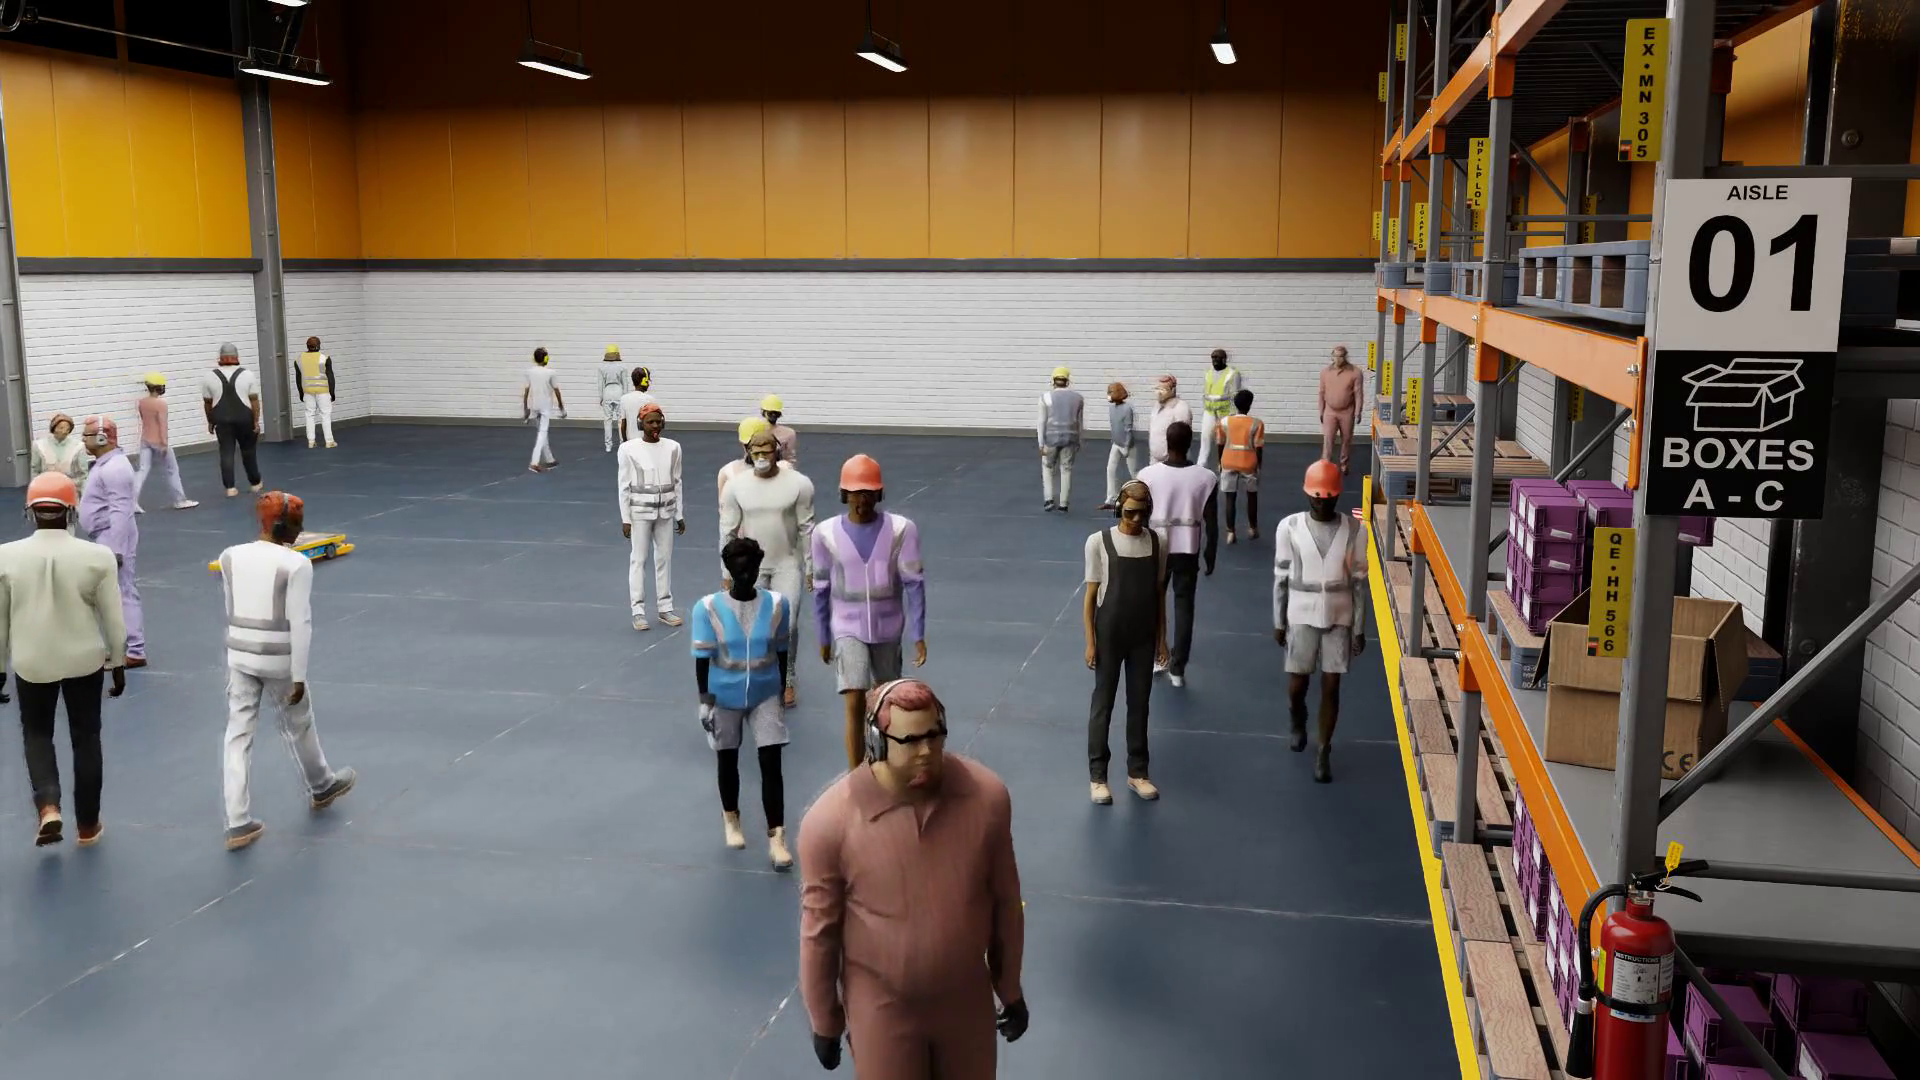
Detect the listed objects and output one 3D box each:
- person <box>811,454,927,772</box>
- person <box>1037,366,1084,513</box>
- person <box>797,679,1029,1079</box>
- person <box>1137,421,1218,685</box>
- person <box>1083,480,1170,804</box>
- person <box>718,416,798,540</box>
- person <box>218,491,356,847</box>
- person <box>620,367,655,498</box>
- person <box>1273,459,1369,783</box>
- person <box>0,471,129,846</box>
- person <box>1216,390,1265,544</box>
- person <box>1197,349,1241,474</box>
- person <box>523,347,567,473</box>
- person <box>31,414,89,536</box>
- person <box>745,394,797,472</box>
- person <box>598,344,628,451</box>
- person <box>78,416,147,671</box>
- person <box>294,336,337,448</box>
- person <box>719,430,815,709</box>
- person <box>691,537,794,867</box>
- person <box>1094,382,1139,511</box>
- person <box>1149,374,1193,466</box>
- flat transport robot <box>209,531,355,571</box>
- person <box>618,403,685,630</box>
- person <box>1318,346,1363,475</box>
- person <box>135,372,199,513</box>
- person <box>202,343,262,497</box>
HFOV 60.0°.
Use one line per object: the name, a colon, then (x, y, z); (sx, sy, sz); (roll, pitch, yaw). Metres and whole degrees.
person: (-0.520, 0.499, 9.399); (0.628, 1.995, 1.075); (-1, 9, -6)
person: (1.215, -1.228, 20.347); (0.586, 1.801, 0.523); (-1, 10, -8)
person: (-0.148, 1.299, 4.849); (0.664, 1.888, 0.676); (-4, 10, -22)
person: (1.567, 0.076, 12.178); (0.633, 1.892, 0.723); (0, 9, 0)
person: (0.943, 0.568, 9.402); (0.507, 1.840, 0.343); (-3, 10, -15)
person: (-1.520, 0.005, 12.561); (0.602, 1.909, 0.680); (-2, 10, -13)
person: (-3.657, 0.646, 8.908); (0.604, 1.833, 0.949); (2, 10, 10)
person: (-3.648, -1.051, 19.084); (0.521, 1.865, 0.328); (5, 10, 26)
person: (2.133, 0.454, 9.862); (0.538, 1.914, 0.581); (1, 10, 8)
person: (-4.638, 0.633, 8.582); (0.645, 1.977, 0.473); (-4, 10, -24)
person: (3.079, -0.807, 18.205); (0.541, 1.668, 0.755); (3, 10, 17)
person: (3.672, -1.813, 23.823); (0.642, 1.807, 0.851); (7, 12, 36)
person: (-6.126, -1.902, 24.356); (0.501, 1.834, 0.962); (3, 10, 19)
person: (-8.662, -0.419, 16.050); (0.514, 1.595, 0.621); (-5, 11, -26)
person: (-1.909, -0.612, 16.792); (0.534, 1.744, 0.672); (-1, 10, -7)
person: (-5.622, -2.307, 27.021); (0.484, 1.739, 0.313); (0, 9, -1)
person: (-6.382, 0.021, 12.491); (0.403, 1.906, 0.650); (-5, 11, -30)
person: (-10.638, -2.440, 27.514); (0.621, 1.845, 0.429); (0, 9, -2)
person: (-1.310, 0.209, 11.326); (0.654, 1.915, 0.596); (0, 9, 0)
person: (-1.079, 0.820, 8.390); (0.538, 1.663, 0.798); (-3, 10, -17)
person: (2.003, -1.132, 20.385); (0.581, 1.593, 0.515); (-5, 11, -29)
person: (2.193, -0.809, 17.575); (0.410, 1.887, 0.709); (-5, 11, -26)
flat transport robot: (-6.856, 0.111, 16.864); (0.652, 0.197, 1.431); (2, 10, 14)
person: (-2.565, -0.198, 13.888); (0.575, 1.882, 0.355); (-7, 12, -36)
person: (5.403, -1.815, 23.689); (0.659, 1.856, 0.973); (4, 10, 22)
person: (-9.859, -1.193, 20.351); (0.530, 1.724, 0.897); (4, 10, 25)
person: (-9.559, -1.610, 21.915); (0.700, 2.000, 0.840); (-2, 10, -12)
